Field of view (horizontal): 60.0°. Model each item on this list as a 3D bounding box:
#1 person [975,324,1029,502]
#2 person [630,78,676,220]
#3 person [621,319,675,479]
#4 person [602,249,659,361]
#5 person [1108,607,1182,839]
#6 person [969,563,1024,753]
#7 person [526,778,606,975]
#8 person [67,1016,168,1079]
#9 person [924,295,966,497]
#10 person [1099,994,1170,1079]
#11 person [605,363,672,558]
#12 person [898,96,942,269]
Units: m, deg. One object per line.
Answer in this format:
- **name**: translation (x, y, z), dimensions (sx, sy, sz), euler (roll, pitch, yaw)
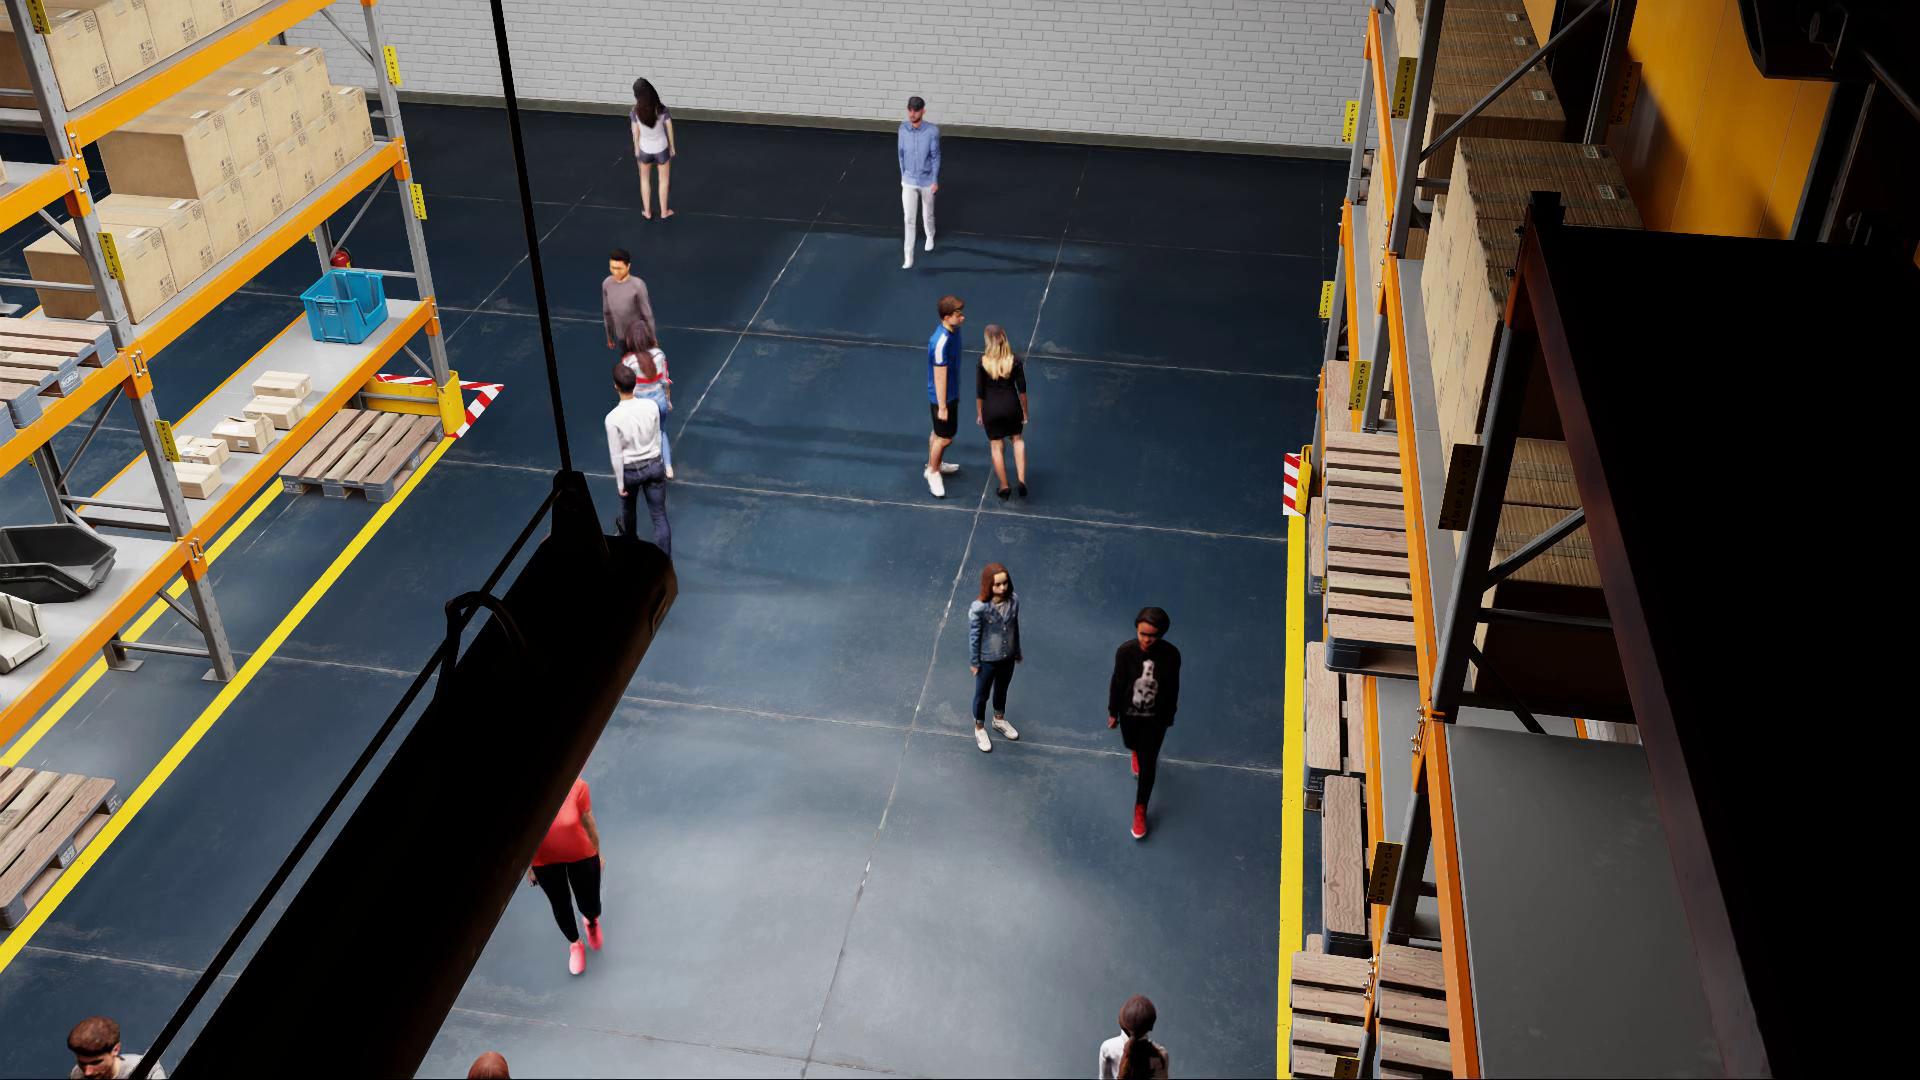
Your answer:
- **person**: translation (0.373, -1.060, 14.273), dimensions (0.690, 1.662, 0.704), euler (1, 34, 1)
- **person**: translation (-3.608, -4.602, 19.563), dimensions (0.688, 1.704, 0.657), euler (2, 34, 3)
- **person**: translation (-2.651, -1.133, 14.433), dimensions (0.735, 1.605, 0.804), euler (-27, 42, -34)
- **person**: translation (-2.989, -1.931, 15.495), dimensions (0.830, 1.758, 0.896), euler (13, 36, 19)
- **person**: translation (1.223, 1.095, 11.047), dimensions (0.608, 1.643, 1.063), euler (7, 34, 10)
- **person**: translation (0.241, 0.793, 11.651), dimensions (0.634, 1.477, 0.687), euler (-19, 38, -27)
- **person**: translation (-2.349, 1.837, 9.892), dimensions (0.703, 1.686, 0.742), euler (-5, 34, -7)
- **person**: translation (-3.917, 2.914, 8.098), dimensions (0.722, 1.877, 0.718), euler (-2, 34, -3)
- **person**: translation (-0.155, -1.293, 14.457), dimensions (0.758, 1.845, 0.556), euler (0, 34, 0)
- **person**: translation (0.866, 2.882, 8.436), dimensions (0.531, 1.558, 0.517), euler (5, 34, 7)
- **person**: translation (-2.513, -0.495, 13.279), dimensions (1.128, 1.821, 1.273), euler (-16, 37, -23)
- **person**: translation (-0.419, -4.041, 18.591), dimensions (0.668, 1.845, 1.136), euler (5, 34, 7)
